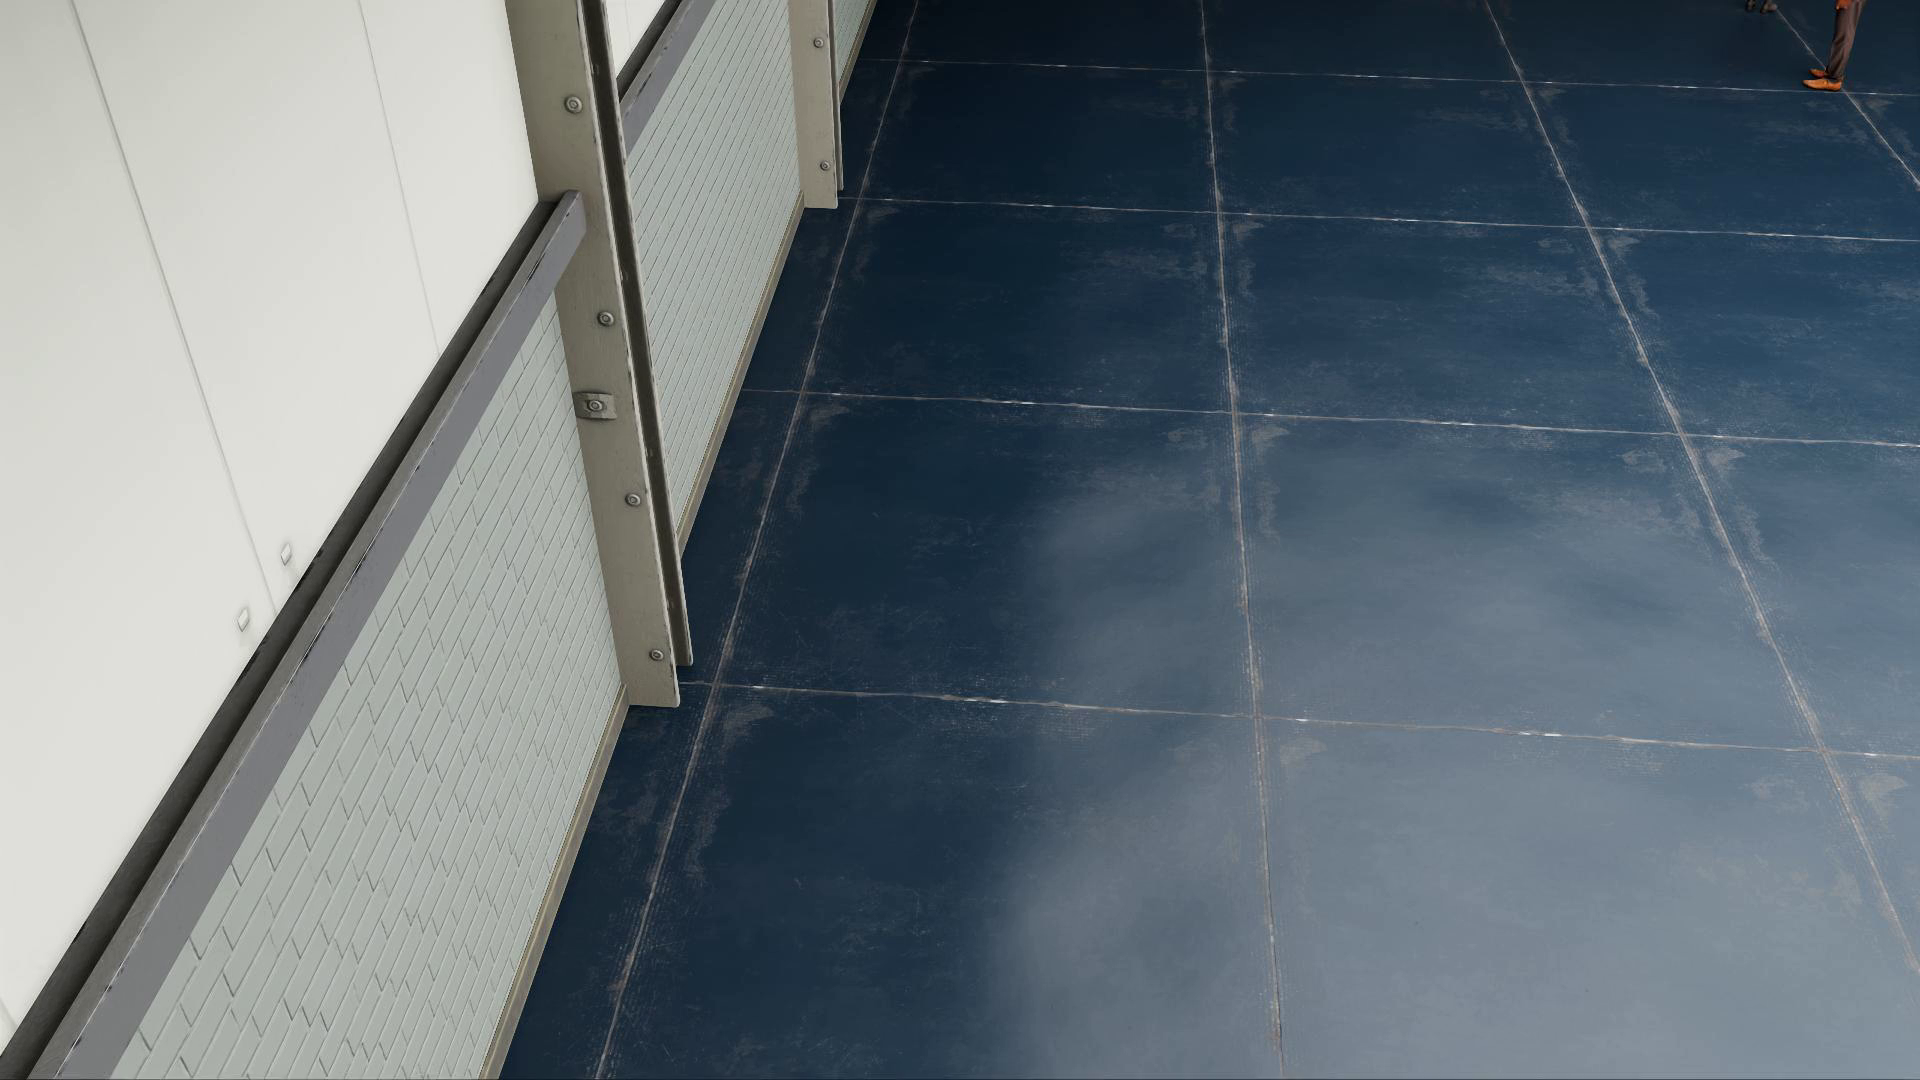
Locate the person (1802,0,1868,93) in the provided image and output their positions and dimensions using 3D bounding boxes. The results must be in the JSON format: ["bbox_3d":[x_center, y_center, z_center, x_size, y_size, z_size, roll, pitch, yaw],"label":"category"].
[{"bbox_3d":[8.261,-5.099,15.283,0.843,1.908,0.714,21,43,25],"label":"person"}]
